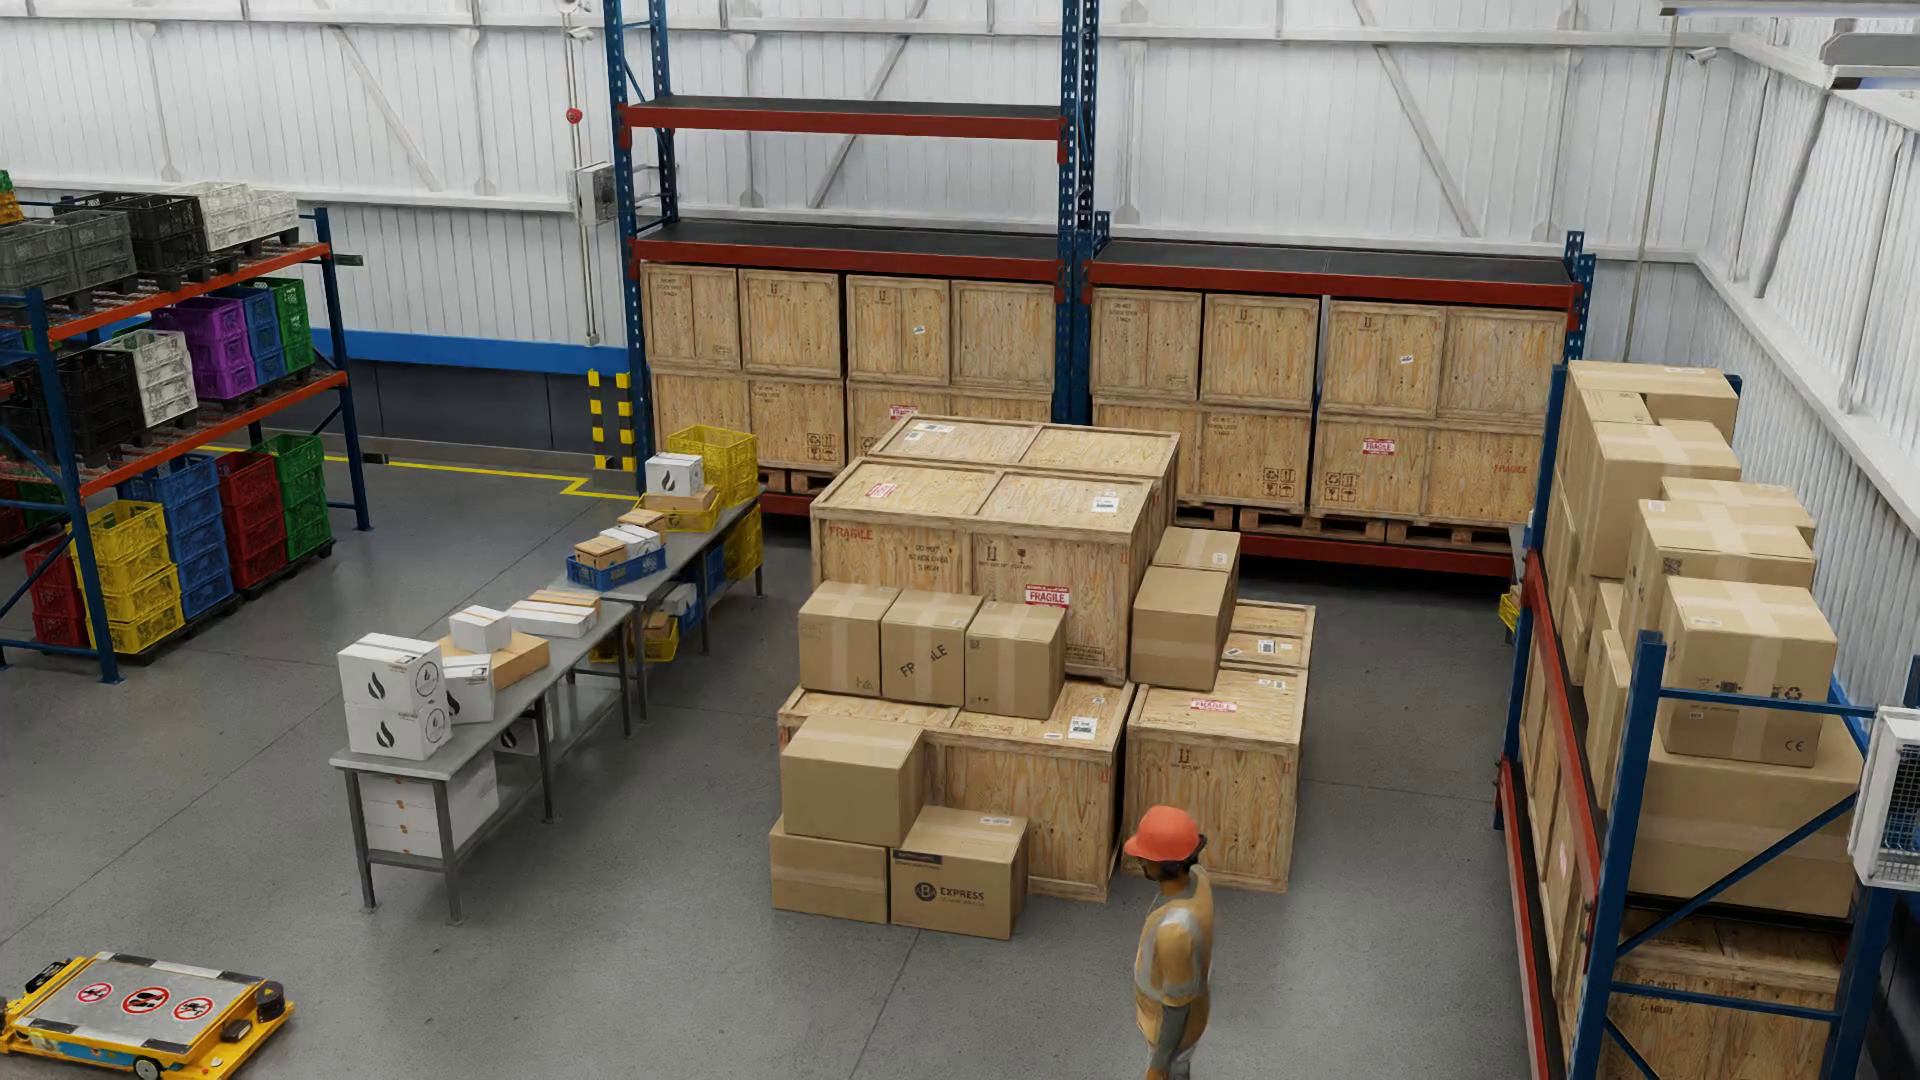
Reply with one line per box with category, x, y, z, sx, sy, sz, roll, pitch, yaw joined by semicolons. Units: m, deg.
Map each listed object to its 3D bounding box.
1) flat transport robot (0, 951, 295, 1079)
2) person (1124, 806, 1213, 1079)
flat transport robot;-4.270;2.464;8.601;1.431;0.231;0.659;5;22;13
person;0.874;2.058;7.183;0.393;2.038;0.613;5;21;13
